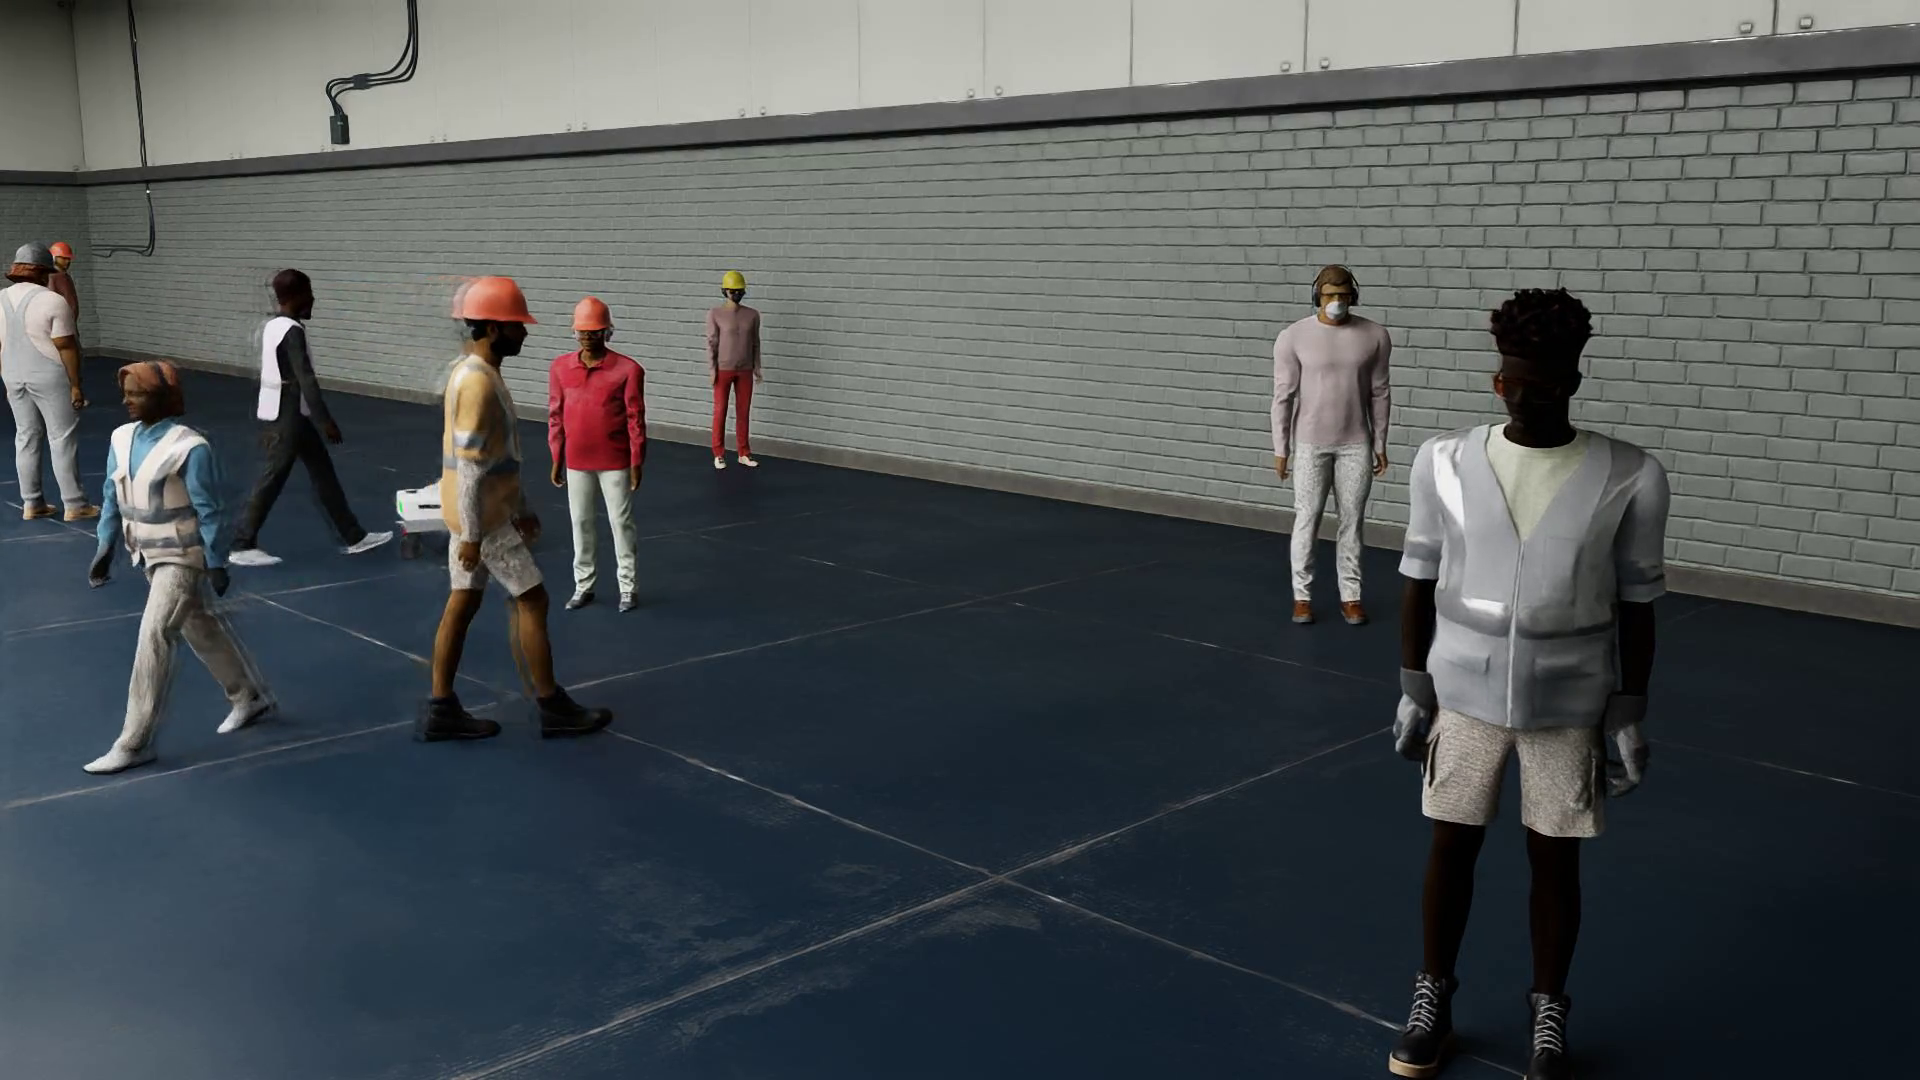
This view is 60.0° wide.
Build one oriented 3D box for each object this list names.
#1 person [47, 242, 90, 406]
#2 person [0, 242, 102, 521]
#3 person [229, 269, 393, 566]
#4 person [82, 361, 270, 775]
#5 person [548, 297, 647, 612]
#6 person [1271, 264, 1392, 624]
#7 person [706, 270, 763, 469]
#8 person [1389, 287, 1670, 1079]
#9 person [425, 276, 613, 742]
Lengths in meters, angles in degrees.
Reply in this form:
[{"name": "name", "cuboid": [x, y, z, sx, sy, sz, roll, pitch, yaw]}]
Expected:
[{"name": "person", "cuboid": [-10.802, -2.586, 20.078, 0.391, 1.990, 0.619, -1, 10, -7]}, {"name": "person", "cuboid": [-6.681, -1.161, 12.175, 0.678, 2.000, 0.537, 2, 11, 12]}, {"name": "person", "cuboid": [-4.210, -0.779, 10.582, 1.025, 1.864, 0.597, -5, 12, -26]}, {"name": "person", "cuboid": [-3.158, 0.073, 6.671, 0.506, 1.596, 0.878, 7, 12, 32]}, {"name": "person", "cuboid": [-2.007, -0.462, 9.175, 0.565, 1.744, 0.356, 2, 11, 10]}, {"name": "person", "cuboid": [1.980, -0.502, 8.907, 0.635, 1.928, 0.385, 0, 10, -1]}, {"name": "person", "cuboid": [-2.012, -1.520, 14.879, 0.523, 1.769, 0.324, -6, 12, -31]}, {"name": "person", "cuboid": [1.346, 0.379, 4.003, 0.605, 1.957, 0.392, 5, 11, 25]}, {"name": "person", "cuboid": [-1.828, -0.114, 6.817, 0.870, 1.899, 0.566, -4, 11, -20]}]
